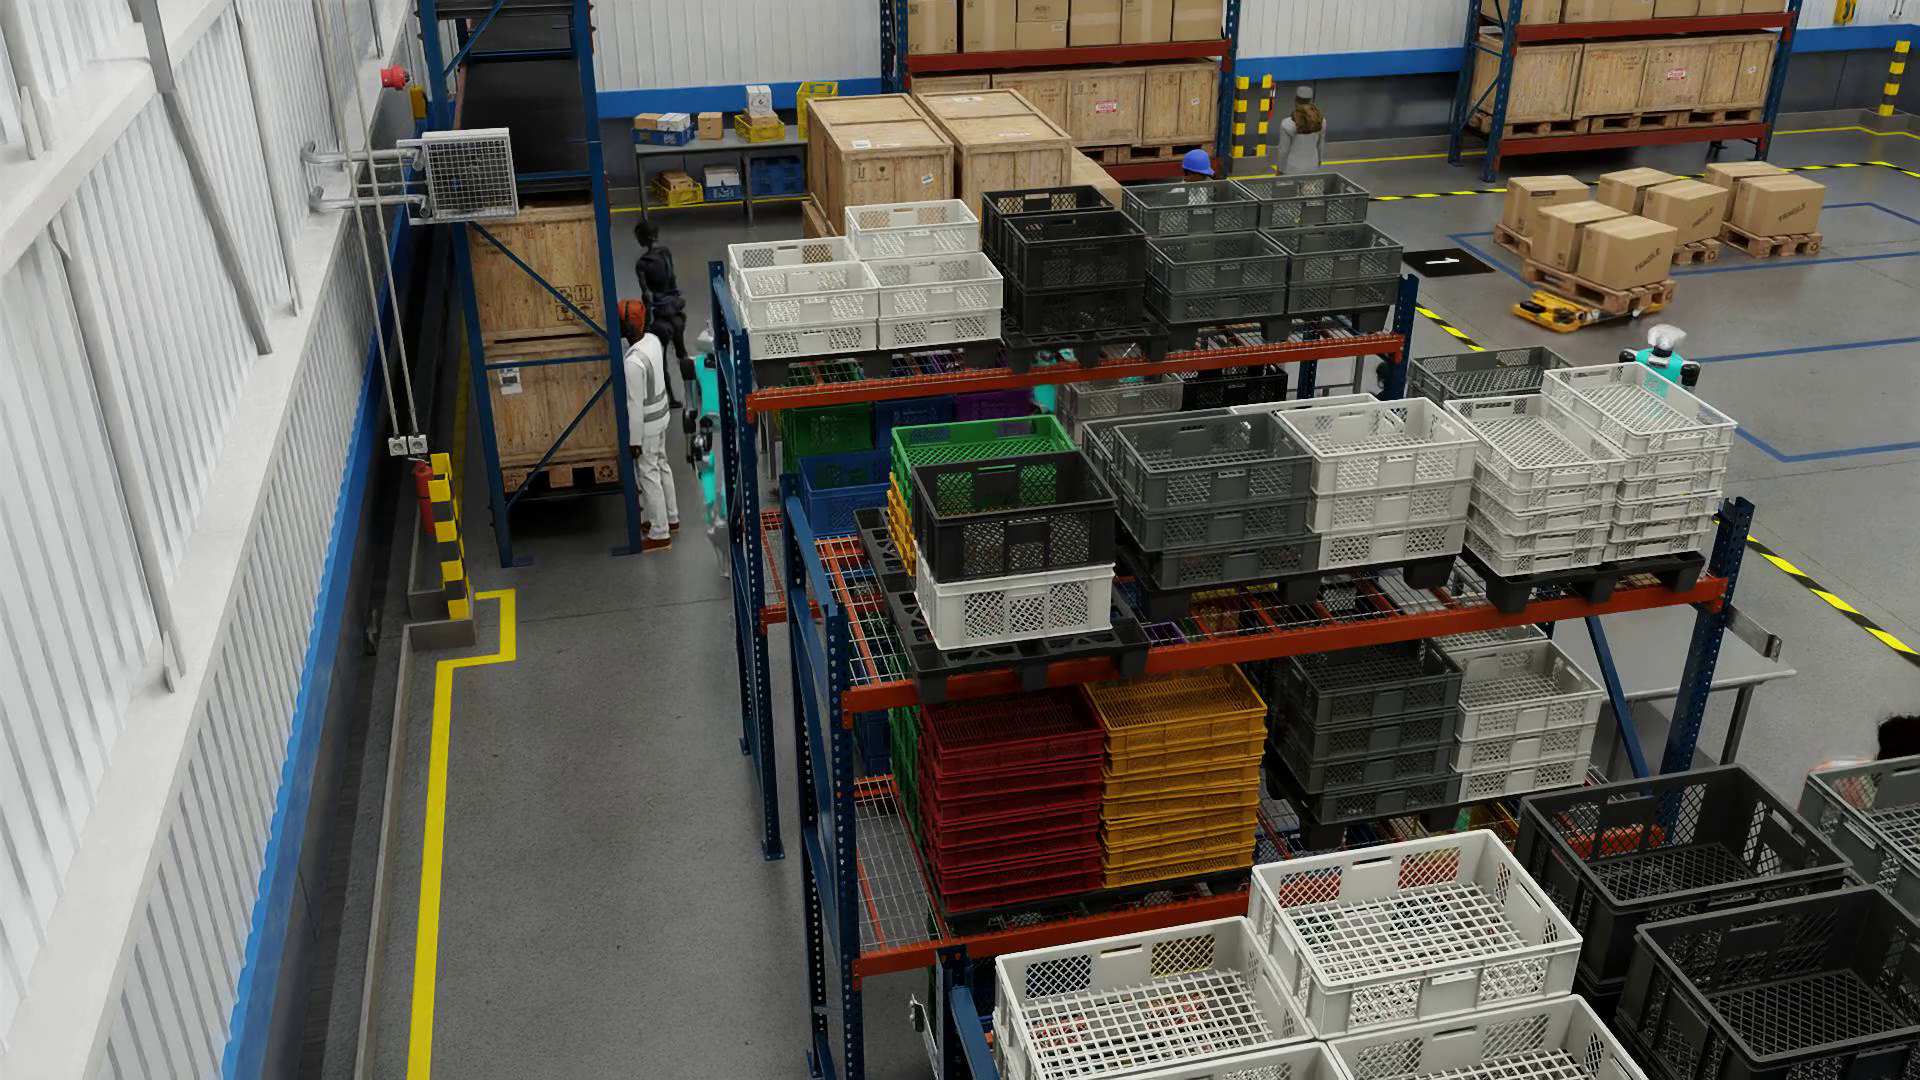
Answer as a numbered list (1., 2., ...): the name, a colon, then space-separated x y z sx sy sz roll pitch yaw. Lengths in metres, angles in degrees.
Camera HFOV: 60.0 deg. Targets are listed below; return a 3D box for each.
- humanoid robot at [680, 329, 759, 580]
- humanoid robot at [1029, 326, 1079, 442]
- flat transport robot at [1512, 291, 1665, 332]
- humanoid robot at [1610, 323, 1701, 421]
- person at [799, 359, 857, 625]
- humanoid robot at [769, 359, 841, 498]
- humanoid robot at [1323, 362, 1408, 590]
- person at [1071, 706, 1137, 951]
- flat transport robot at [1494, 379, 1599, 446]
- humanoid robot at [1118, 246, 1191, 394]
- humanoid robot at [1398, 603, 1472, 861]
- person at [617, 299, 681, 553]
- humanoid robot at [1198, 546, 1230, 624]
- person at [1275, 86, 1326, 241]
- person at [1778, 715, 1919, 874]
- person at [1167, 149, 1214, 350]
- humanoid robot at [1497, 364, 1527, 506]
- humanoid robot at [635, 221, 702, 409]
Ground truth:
1. humanoid robot: -1.670 -0.505 11.411 0.530 1.773 0.756 2 28 5
2. humanoid robot: 0.514 -0.655 11.713 1.041 1.729 0.551 -16 32 -27
3. flat transport robot: 6.256 -2.368 16.509 1.431 0.197 0.652 -15 31 -26
4. humanoid robot: 4.892 -0.779 11.809 0.533 1.673 0.735 16 32 27
5. person: -0.872 -0.395 10.899 0.391 2.039 0.607 6 28 11
6. humanoid robot: -1.107 -0.929 12.374 0.799 1.629 0.596 9 29 17
7. humanoid robot: 2.757 -0.460 11.422 0.460 1.650 0.585 14 31 25
8. person: 0.662 1.291 7.919 0.598 1.830 0.403 18 33 31
9. flat transport robot: 4.780 -1.036 14.013 0.659 0.231 1.431 -6 28 -12
10. humanoid robot: 1.449 -1.490 13.155 0.735 1.677 0.533 -11 30 -19
11. humanoid robot: 2.404 1.148 8.397 0.795 1.892 0.542 -5 28 -10
12. person: -2.246 -0.826 11.888 0.339 1.878 0.569 3 28 6
13. humanoid robot: 1.610 -0.184 10.907 0.639 1.632 0.608 -5 28 -9
14. person: 3.685 -4.035 18.092 0.572 1.767 0.397 -10 30 -19
15. person: 4.022 1.496 7.441 0.616 1.928 0.752 17 32 30
16. person: 2.068 -2.612 15.215 0.411 1.939 0.602 19 33 32
17. humanoid robot: 3.638 -0.261 10.823 0.533 1.677 0.735 -2 28 -4
18. humanoid robot: -2.477 -1.905 14.158 0.463 1.646 0.596 10 29 18
